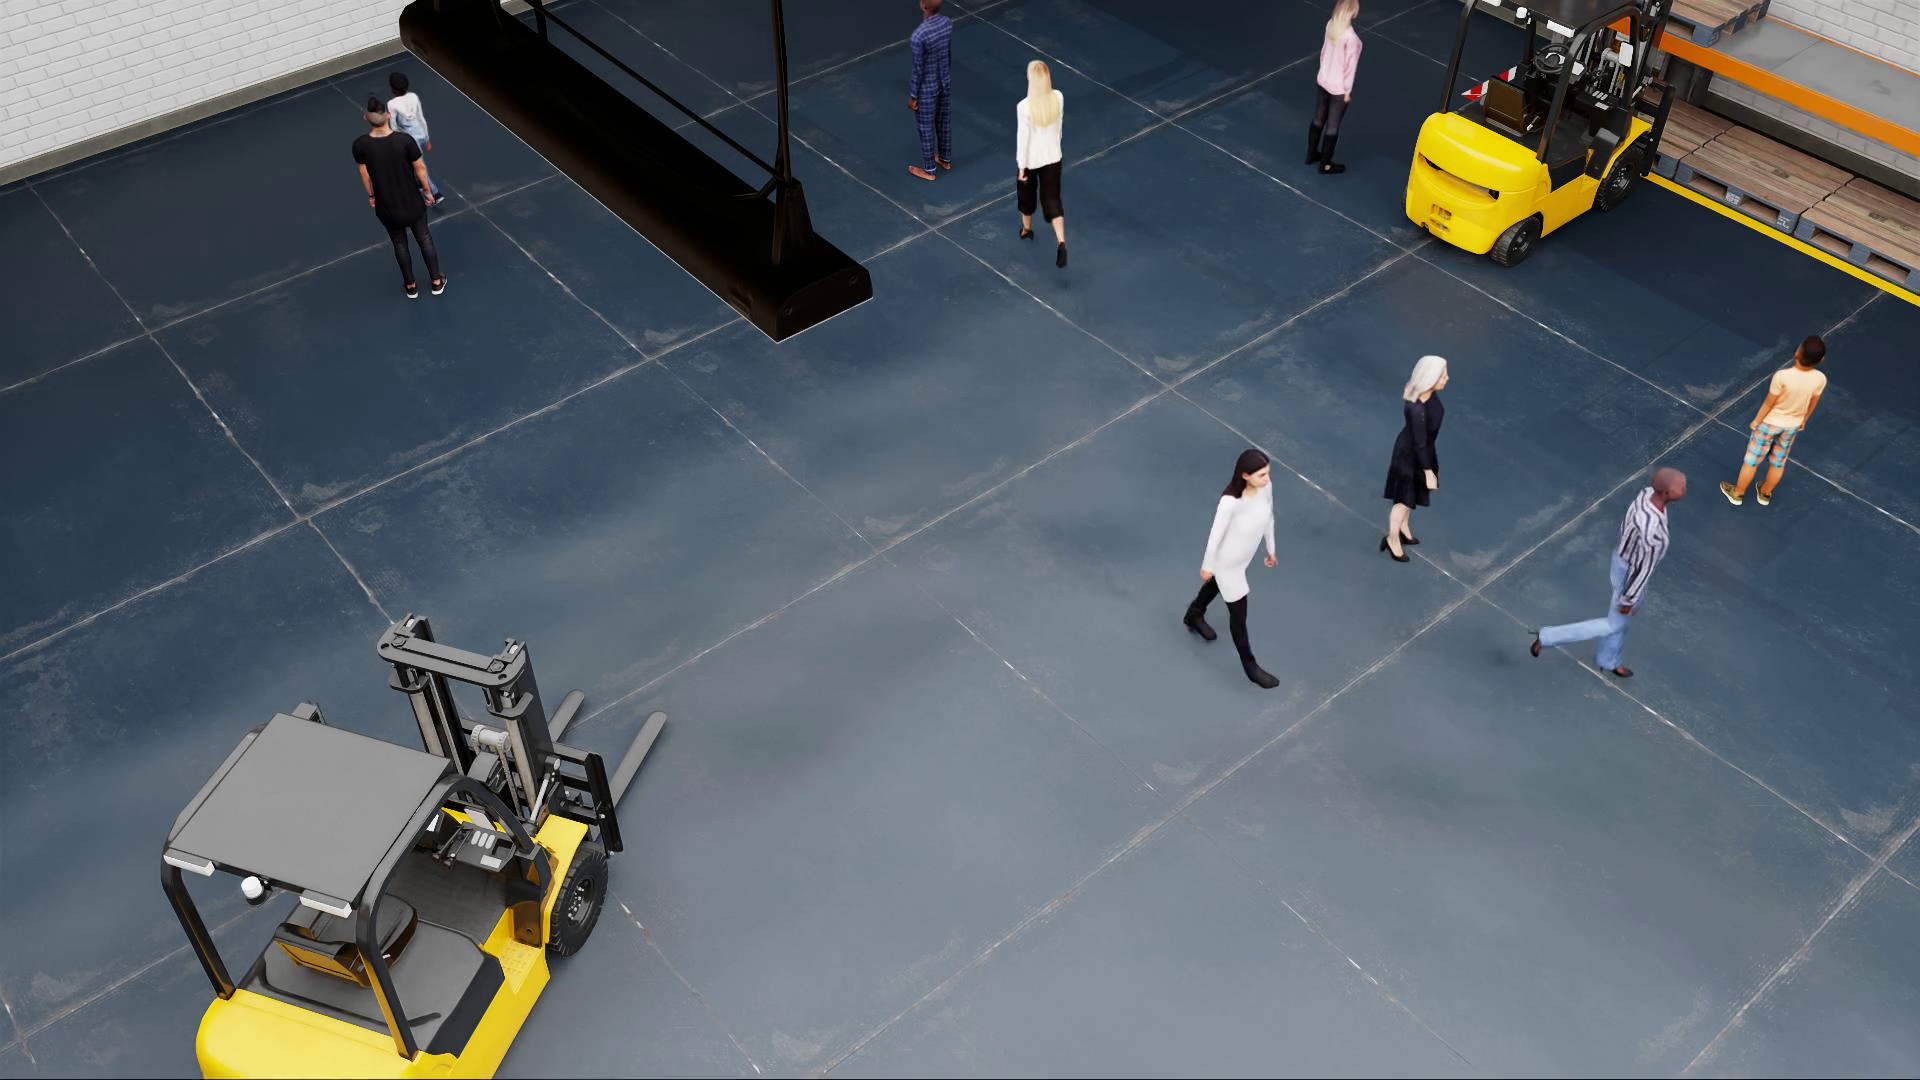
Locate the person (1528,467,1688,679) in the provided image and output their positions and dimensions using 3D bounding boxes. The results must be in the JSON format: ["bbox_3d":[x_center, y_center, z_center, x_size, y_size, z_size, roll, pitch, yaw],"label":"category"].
[{"bbox_3d":[4.134,0.230,10.523,1.086,1.780,0.969,9,44,10],"label":"person"}]

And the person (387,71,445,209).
[{"bbox_3d":[-4.902,-3.581,14.908,0.912,1.249,0.609,26,50,25],"label":"person"}]

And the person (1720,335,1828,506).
[{"bbox_3d":[5.862,-0.842,11.879,0.600,1.461,0.652,1,44,1],"label":"person"}]

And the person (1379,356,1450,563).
[{"bbox_3d":[3.051,-0.543,11.360,0.771,1.744,0.748,13,45,13],"label":"person"}]

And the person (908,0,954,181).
[{"bbox_3d":[-0.249,-4.144,15.085,0.648,1.819,0.696,31,51,28],"label":"person"}]

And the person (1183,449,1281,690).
[{"bbox_3d":[1.697,0.076,10.695,0.644,1.765,1.109,-31,52,-28],"label":"person"}]

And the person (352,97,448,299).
[{"bbox_3d":[-4.614,-2.834,13.678,0.767,1.864,0.749,-10,44,-10],"label":"person"}]

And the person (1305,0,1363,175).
[{"bbox_3d":[3.419,-4.168,15.207,0.720,1.687,0.581,-15,46,-15],"label":"person"}]

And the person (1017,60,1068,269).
[{"bbox_3d":[0.730,-3.118,14.003,0.851,1.827,1.194,-16,46,-17],"label":"person"}]
